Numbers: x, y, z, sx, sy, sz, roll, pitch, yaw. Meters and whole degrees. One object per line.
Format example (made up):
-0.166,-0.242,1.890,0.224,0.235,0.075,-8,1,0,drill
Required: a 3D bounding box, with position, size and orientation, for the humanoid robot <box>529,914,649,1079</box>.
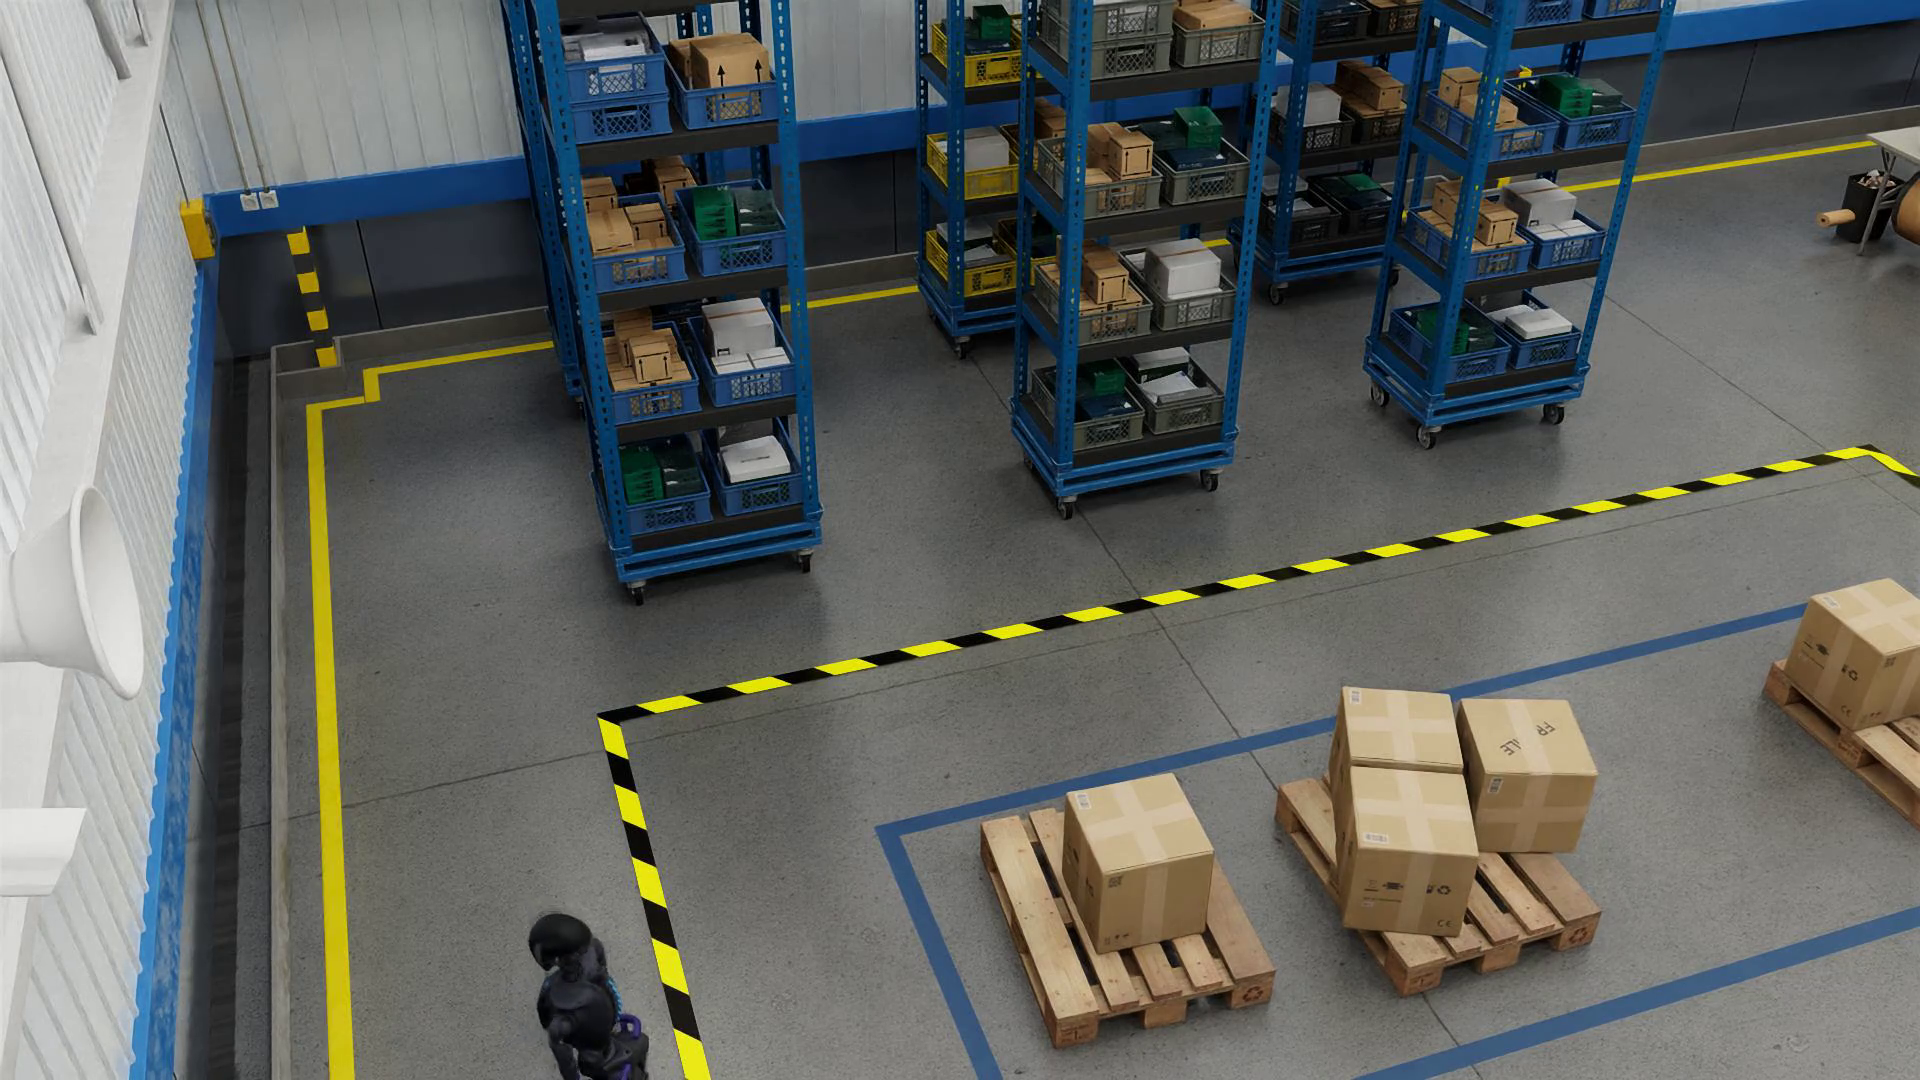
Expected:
-1.272,1.981,6.021,0.385,1.642,0.604,1,35,1,humanoid robot
